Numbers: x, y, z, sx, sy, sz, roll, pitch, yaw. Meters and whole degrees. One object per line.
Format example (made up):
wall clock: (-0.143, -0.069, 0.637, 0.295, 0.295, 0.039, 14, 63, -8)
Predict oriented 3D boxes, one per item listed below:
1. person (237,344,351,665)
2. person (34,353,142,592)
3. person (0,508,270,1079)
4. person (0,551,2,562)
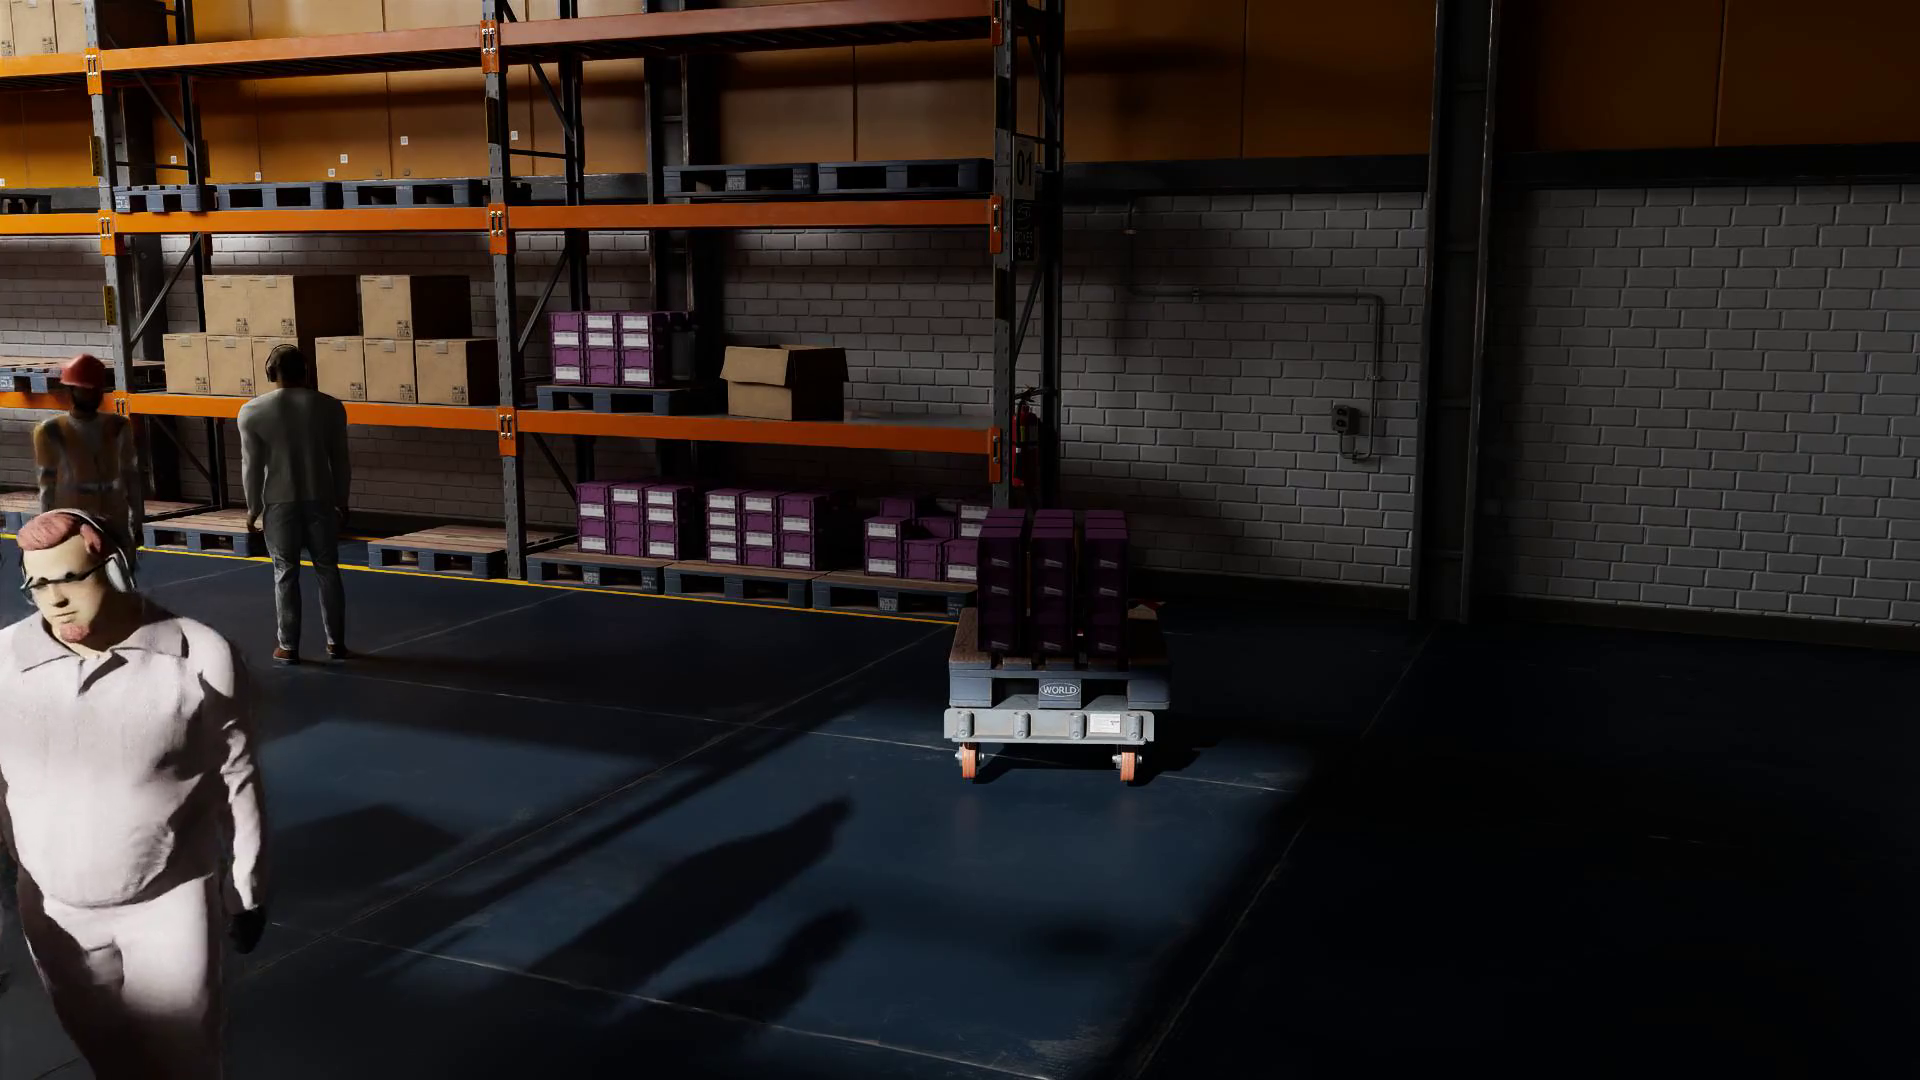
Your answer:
person: (-4.001, -0.210, 10.057, 0.627, 1.934, 0.371, -6, 11, -31)
person: (-5.012, -0.122, 9.579, 0.758, 1.915, 0.554, 8, 13, 41)
person: (-1.944, 0.868, 3.791, 0.650, 1.867, 0.865, -2, 10, -13)
person: (-5.440, 0.024, 8.964, 0.918, 1.837, 0.529, 9, 13, 42)
